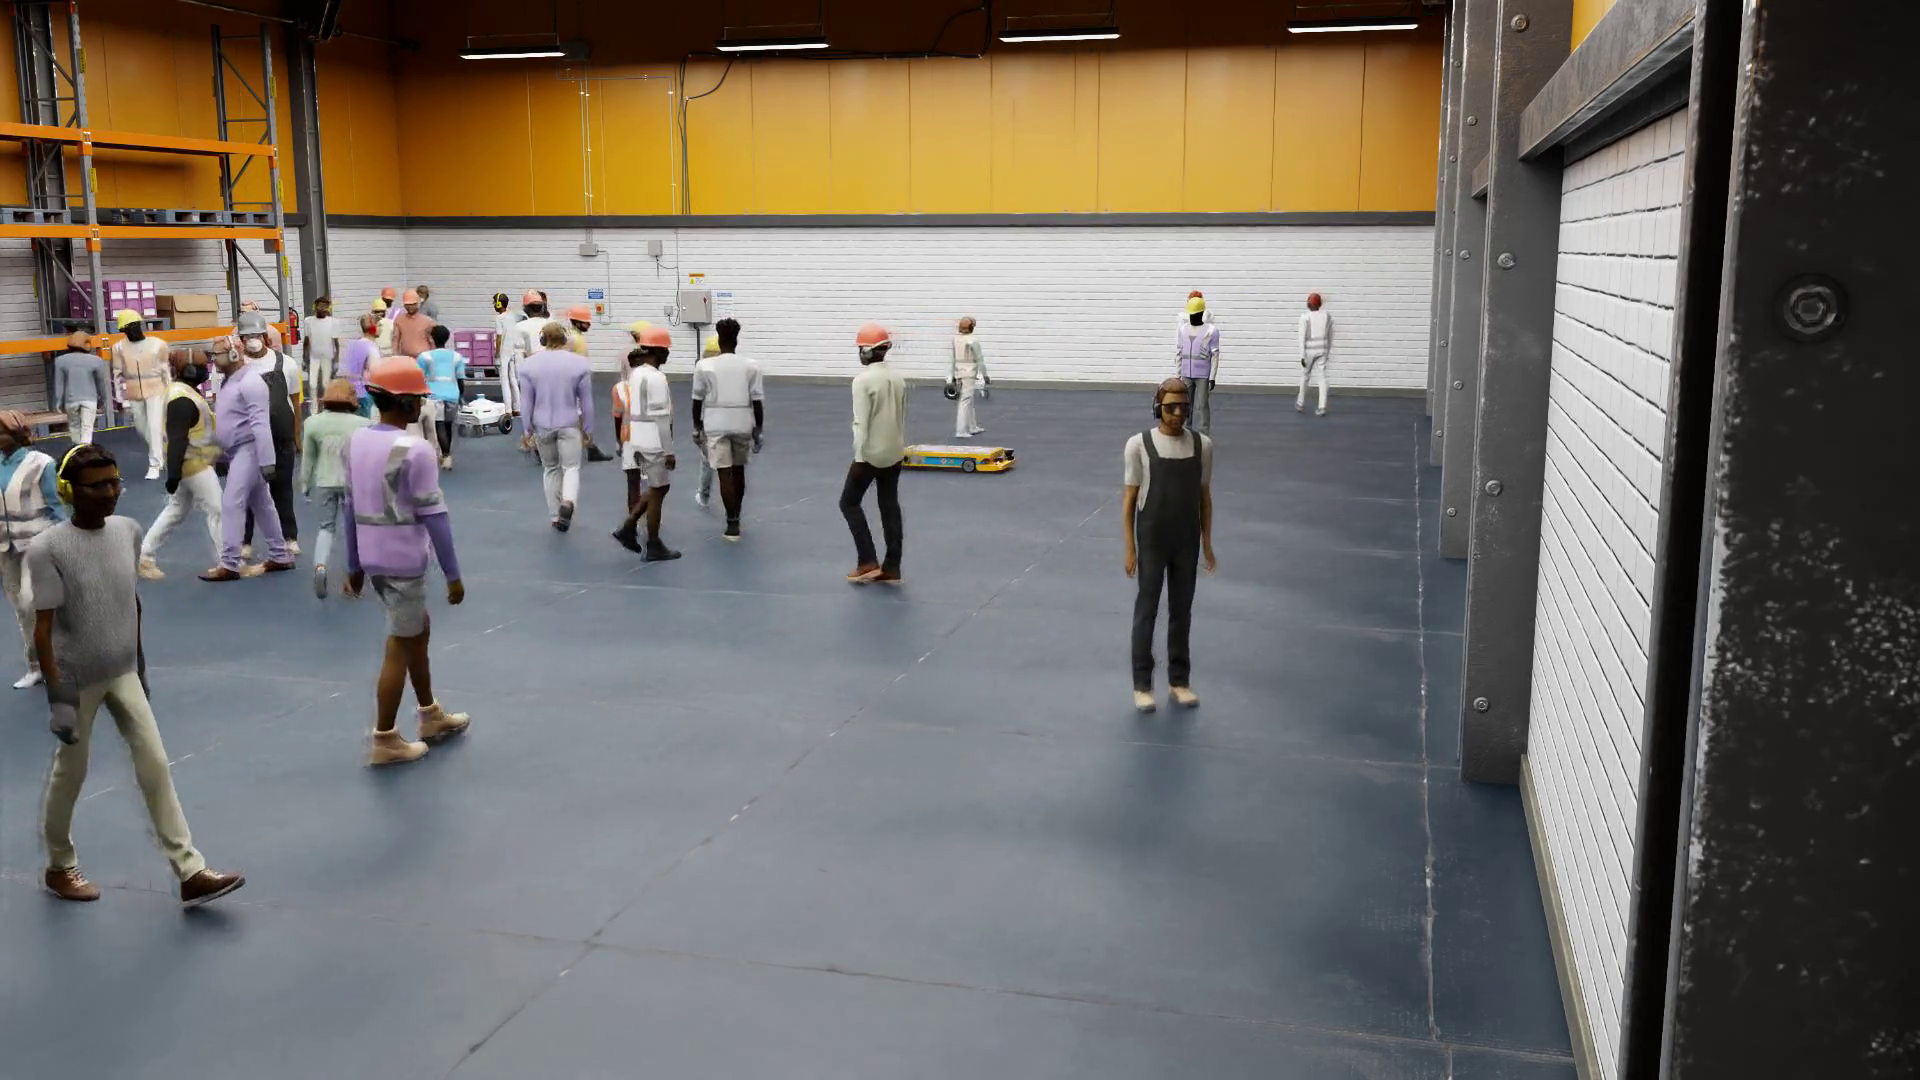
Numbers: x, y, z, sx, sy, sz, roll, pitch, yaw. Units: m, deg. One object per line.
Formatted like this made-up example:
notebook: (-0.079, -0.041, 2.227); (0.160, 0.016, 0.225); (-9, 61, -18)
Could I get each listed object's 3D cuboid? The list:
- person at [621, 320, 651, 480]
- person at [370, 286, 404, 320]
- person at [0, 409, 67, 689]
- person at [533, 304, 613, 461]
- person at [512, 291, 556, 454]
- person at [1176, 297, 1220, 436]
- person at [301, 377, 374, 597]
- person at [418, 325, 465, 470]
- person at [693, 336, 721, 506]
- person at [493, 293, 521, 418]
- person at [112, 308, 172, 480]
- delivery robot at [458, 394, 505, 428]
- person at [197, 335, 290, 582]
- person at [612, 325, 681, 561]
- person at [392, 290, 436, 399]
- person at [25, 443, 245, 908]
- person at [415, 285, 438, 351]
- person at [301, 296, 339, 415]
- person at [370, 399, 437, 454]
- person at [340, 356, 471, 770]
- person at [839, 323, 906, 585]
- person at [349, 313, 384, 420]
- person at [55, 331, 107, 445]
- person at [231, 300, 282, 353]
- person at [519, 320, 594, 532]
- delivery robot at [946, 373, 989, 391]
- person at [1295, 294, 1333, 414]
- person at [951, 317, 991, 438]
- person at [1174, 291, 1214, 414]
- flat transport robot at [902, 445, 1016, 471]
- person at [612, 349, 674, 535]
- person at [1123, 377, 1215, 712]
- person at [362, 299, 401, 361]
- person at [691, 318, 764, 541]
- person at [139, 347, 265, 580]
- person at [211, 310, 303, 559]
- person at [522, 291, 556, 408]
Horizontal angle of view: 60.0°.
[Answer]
person: (-3.418, -1.533, 18.275); (0.543, 1.741, 0.722); (9, 13, 40)
person: (-9.424, -3.230, 27.394); (0.572, 1.909, 0.511); (-1, 10, -7)
person: (-5.394, 0.061, 9.556); (0.546, 1.625, 0.375); (2, 10, 11)
person: (-4.569, -1.815, 19.473); (0.919, 1.896, 0.551); (-5, 11, -28)
person: (-5.185, -2.035, 20.387); (0.636, 2.005, 0.936); (-6, 11, -29)
person: (2.961, -2.085, 20.909); (0.585, 1.917, 0.382); (7, 12, 35)
person: (-4.503, -0.363, 12.017); (0.546, 1.604, 0.674); (-1, 10, -6)
person: (-5.970, -1.645, 19.156); (0.530, 1.652, 0.870); (-7, 12, -36)
person: (-2.336, -1.117, 16.054); (0.513, 1.692, 0.902); (-4, 11, -24)
person: (-6.772, -2.737, 24.772); (0.312, 1.857, 0.512); (3, 10, 15)
person: (-9.060, -1.639, 18.504); (0.609, 1.883, 0.843); (-2, 10, -10)
delivery robot: (-6.458, -1.723, 22.448); (0.477, 0.478, 0.707); (3, 10, 18)
person: (-5.596, -0.627, 12.766); (0.852, 1.870, 0.675); (-8, 13, -38)
person: (-2.496, -0.772, 13.456); (0.483, 1.924, 0.559); (-5, 11, -28)
person: (-7.702, -2.574, 23.615); (0.625, 1.959, 0.973); (1, 10, 8)
person: (-3.236, 0.538, 6.333); (0.962, 1.815, 0.573); (5, 11, 25)
person: (-9.232, -3.423, 28.562); (0.666, 1.893, 0.450); (6, 11, 29)
person: (-9.210, -2.575, 23.915); (0.573, 1.830, 0.744); (-2, 10, -13)
person: (-4.535, -0.630, 13.614); (0.512, 1.582, 0.892); (-4, 11, -21)
person: (-2.684, 0.093, 8.293); (0.630, 2.011, 0.839); (7, 12, 36)
person: (-0.665, -0.640, 12.535); (0.562, 1.976, 0.659); (7, 12, 34)
person: (-6.404, -1.545, 18.079); (0.436, 1.832, 0.598); (-8, 12, -37)
person: (-9.896, -1.552, 18.774); (0.506, 1.595, 0.805); (-3, 10, -16)
person: (-8.492, -1.925, 20.027); (0.652, 1.906, 0.408); (2, 10, 9)
person: (-3.570, -0.986, 14.749); (0.636, 1.911, 0.737); (-2, 10, -11)
delivery robot: (0.132, -2.680, 27.863); (0.707, 0.478, 0.477); (2, 10, 9)
person: (5.432, -2.846, 25.485); (0.575, 1.832, 1.005); (-1, 10, -7)
person: (0.184, -2.171, 22.263); (0.682, 1.617, 0.522); (-7, 12, -36)
person: (3.587, -2.854, 25.370); (0.613, 1.876, 0.359); (-1, 10, -8)
flat transport robot: (-0.128, -0.952, 19.148); (1.431, 0.197, 0.652); (3, 10, 15)
person: (-2.828, -0.886, 14.875); (0.540, 1.649, 0.854); (-2, 10, -10)
person: (1.150, 0.021, 9.188); (0.510, 1.844, 0.337); (-3, 10, -14)
person: (-8.446, -2.637, 24.413); (0.585, 1.794, 0.928); (-3, 10, -14)
person: (-2.073, -0.985, 14.688); (0.611, 1.910, 0.943); (-4, 11, -22)
person: (-5.916, -0.568, 12.686); (0.916, 1.806, 0.617); (-5, 11, -26)
person: (-5.732, -0.864, 13.640); (0.687, 2.000, 0.538); (-5, 11, -28)
person: (-6.360, -2.851, 25.394); (0.995, 1.858, 0.622); (8, 13, 40)
